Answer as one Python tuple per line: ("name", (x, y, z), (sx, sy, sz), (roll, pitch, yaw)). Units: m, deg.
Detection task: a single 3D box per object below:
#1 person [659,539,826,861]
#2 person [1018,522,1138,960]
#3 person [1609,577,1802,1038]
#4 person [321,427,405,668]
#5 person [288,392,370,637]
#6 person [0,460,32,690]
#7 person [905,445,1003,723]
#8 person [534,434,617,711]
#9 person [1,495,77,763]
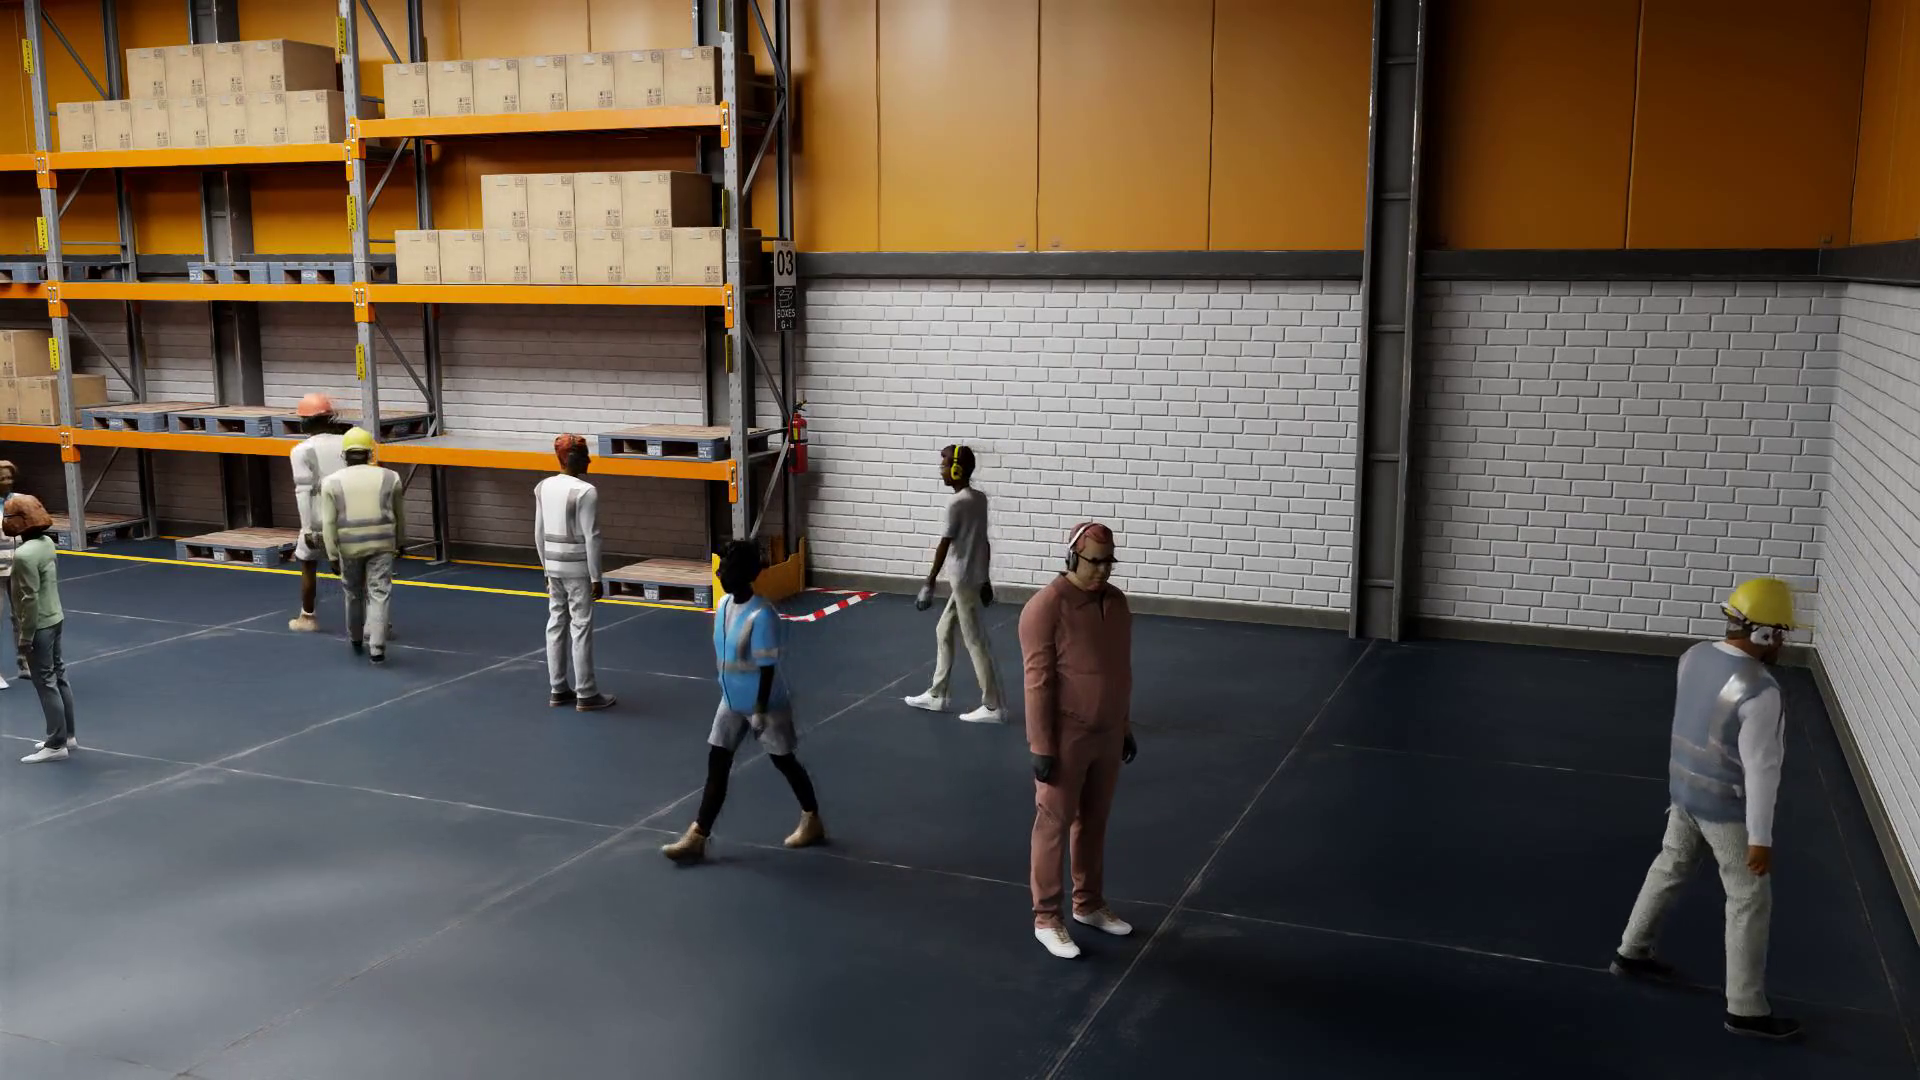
("person", (-1.068, 0.808, 8.434), (0.898, 1.645, 0.546), (-8, 12, -39))
("person", (0.554, 0.863, 7.339), (0.636, 1.902, 0.406), (-9, 13, -44))
("person", (3.058, 1.032, 6.654), (0.457, 1.806, 0.645), (-1, 9, -7))
("person", (-4.542, 0.032, 12.700), (0.592, 1.785, 0.915), (-3, 10, -20))
("person", (-5.083, -0.195, 13.456), (1.026, 2.008, 0.600), (7, 11, 34))
("person", (-6.827, 0.239, 11.907), (0.310, 1.638, 0.522), (5, 11, 29))
("person", (-0.074, 0.293, 10.998), (0.863, 1.839, 0.537), (3, 10, 18))
("person", (-2.635, 0.219, 11.297), (0.574, 1.881, 0.358), (7, 12, 35))
("person", (-5.614, 0.535, 10.128), (0.265, 1.631, 0.507), (-2, 10, -13))
